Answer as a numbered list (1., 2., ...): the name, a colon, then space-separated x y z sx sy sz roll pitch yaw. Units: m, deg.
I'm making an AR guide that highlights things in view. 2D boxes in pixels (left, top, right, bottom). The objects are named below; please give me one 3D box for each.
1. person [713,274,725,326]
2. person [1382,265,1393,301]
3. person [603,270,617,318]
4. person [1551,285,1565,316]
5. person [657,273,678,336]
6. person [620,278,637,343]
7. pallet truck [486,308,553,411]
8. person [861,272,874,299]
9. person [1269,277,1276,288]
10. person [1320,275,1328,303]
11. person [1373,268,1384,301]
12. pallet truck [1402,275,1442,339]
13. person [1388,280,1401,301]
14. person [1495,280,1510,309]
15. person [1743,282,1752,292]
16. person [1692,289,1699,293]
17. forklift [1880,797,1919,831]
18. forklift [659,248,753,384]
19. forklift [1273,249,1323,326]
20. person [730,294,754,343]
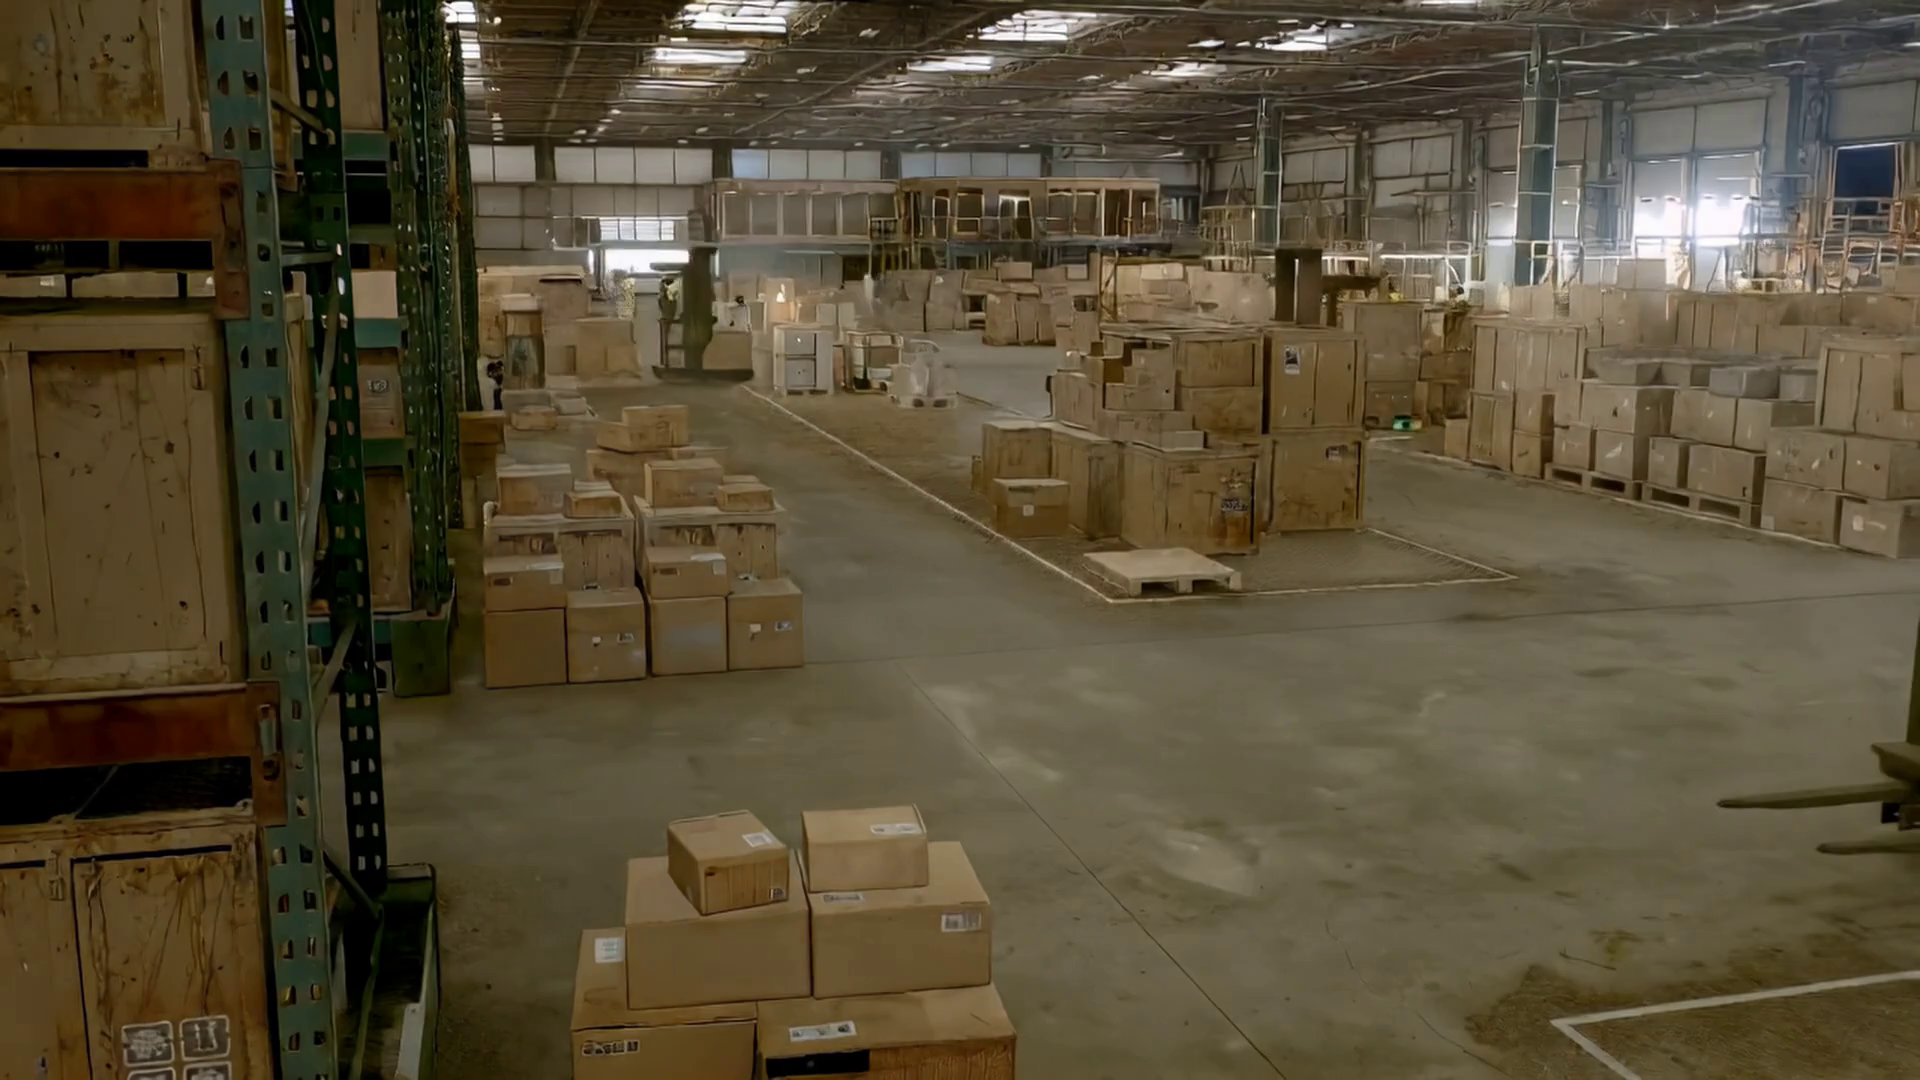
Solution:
1. person: -8.727 -8.677 60.185 0.314 1.867 0.547 7 12 33
2. person: 20.736 -12.370 80.859 0.614 1.947 0.389 7 12 33
3. person: -12.876 -8.855 60.786 0.841 2.002 0.633 -5 11 -27
4. person: 15.115 -5.523 42.296 0.586 1.865 1.029 1 10 4
5. person: -9.353 -7.574 53.437 0.710 2.000 0.549 3 11 19
6. person: -9.819 -6.786 49.264 0.358 1.936 0.552 -10 14 -43
7. pallet truck: -6.242 -2.418 24.362 0.823 1.965 1.885 1 10 3
8. person: -3.253 -8.661 59.818 0.643 1.968 0.628 3 10 15
9. person: 9.951 -7.382 52.704 0.662 1.914 0.663 7 12 34
10. person: 13.674 -9.073 62.609 0.637 1.806 0.931 -2 10 -12
11. person: 19.716 -11.919 78.427 0.585 1.912 0.409 -10 14 -43
12. pallet truck: 14.620 -7.324 52.145 0.823 1.965 1.885 8 13 40
13. person: 12.092 -6.276 46.435 0.391 1.920 0.593 8 12 36
14. person: 19.092 -8.298 58.509 0.540 1.696 0.315 -2 10 -11
15. person: 21.614 -6.158 45.843 0.544 1.886 0.937 7 12 35
16. person: 18.336 -5.390 41.758 0.530 1.797 0.931 4 11 20
17. forklift: 5.573 0.091 7.659 1.873 2.768 1.129 -3 10 -15
18. forklift: -5.373 -4.722 34.911 1.873 2.768 1.129 -3 10 -15
19. forklift: 4.855 -2.824 24.162 1.873 2.768 1.129 -3 10 -15
20. person: -4.902 -4.545 36.911 0.849 1.836 0.516 8 13 39
